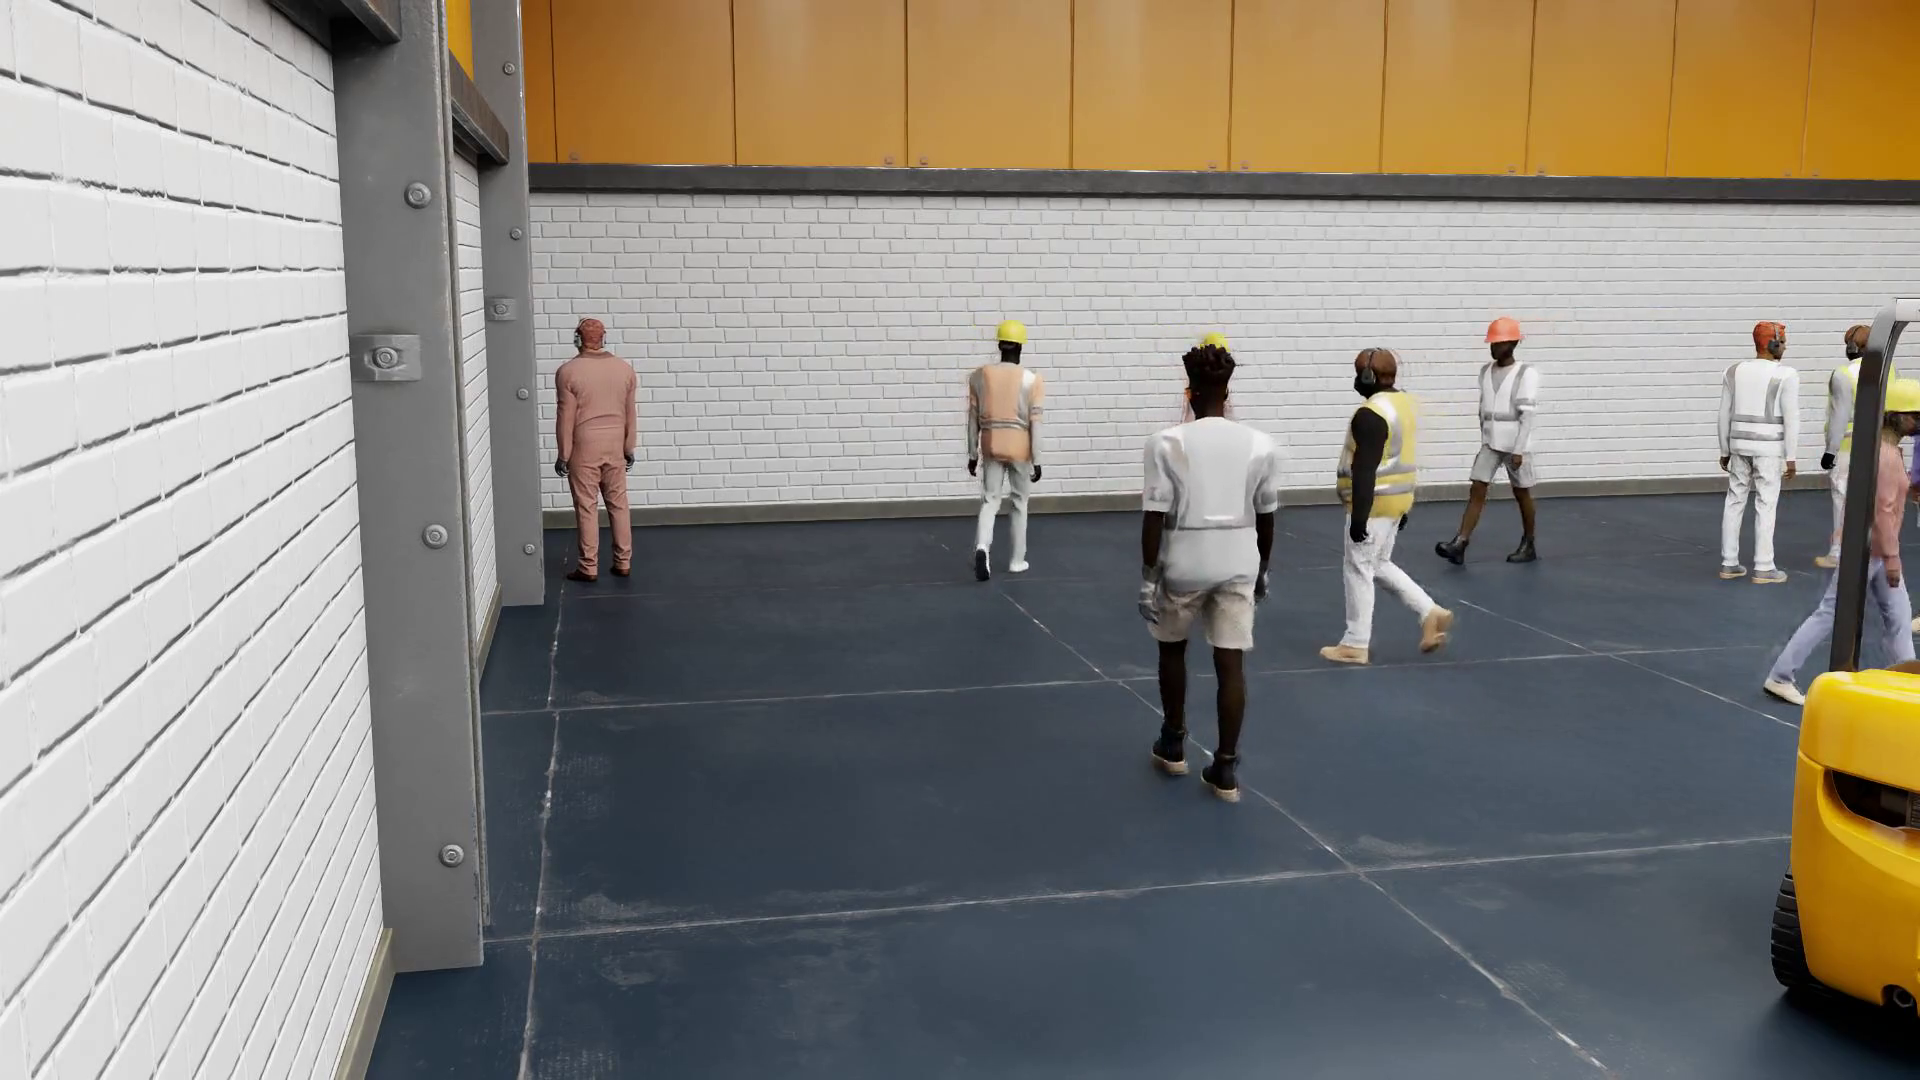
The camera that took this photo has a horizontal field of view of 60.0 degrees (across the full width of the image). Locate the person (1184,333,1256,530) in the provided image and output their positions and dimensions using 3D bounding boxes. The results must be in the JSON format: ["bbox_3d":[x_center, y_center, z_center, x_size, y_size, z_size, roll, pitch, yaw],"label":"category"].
[{"bbox_3d":[2.130,-0.869,13.948,0.888,1.719,0.535,5,11,28],"label":"person"}]

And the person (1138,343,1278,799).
[{"bbox_3d":[1.055,0.112,7.306,0.642,1.933,0.806,-1,9,-7],"label":"person"}]

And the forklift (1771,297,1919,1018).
[{"bbox_3d":[3.542,0.334,5.177,2.313,2.155,1.214,-9,13,-43],"label":"forklift"}]

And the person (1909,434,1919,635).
[{"bbox_3d":[5.981,-0.388,10.077,0.391,2.037,0.607,-2,9,-9],"label":"person"}]

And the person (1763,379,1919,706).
[{"bbox_3d":[4.608,0.038,8.437,0.917,1.717,0.540,6,11,32],"label":"person"}]

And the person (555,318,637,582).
[{"bbox_3d":[-2.653,-0.651,12.055,0.651,1.906,0.403,-9,13,-42],"label":"person"}]

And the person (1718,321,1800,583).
[{"bbox_3d":[5.758,-0.632,12.009,0.339,1.882,0.581,-6,11,-33],"label":"person"}]

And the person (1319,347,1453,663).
[{"bbox_3d":[2.435,-0.181,9.458,0.631,1.822,0.628,5,11,30],"label":"person"}]

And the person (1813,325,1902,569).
[{"bbox_3d":[6.729,-0.693,12.514,0.634,1.839,0.429,-4,10,-22],"label":"person"}]

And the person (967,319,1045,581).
[{"bbox_3d":[0.321,-0.653,12.089,0.594,1.900,0.807,3,10,17],"label":"person"}]

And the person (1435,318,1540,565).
[{"bbox_3d":[4.066,-0.730,12.593,1.017,1.878,0.566,-6,11,-34],"label":"person"}]
